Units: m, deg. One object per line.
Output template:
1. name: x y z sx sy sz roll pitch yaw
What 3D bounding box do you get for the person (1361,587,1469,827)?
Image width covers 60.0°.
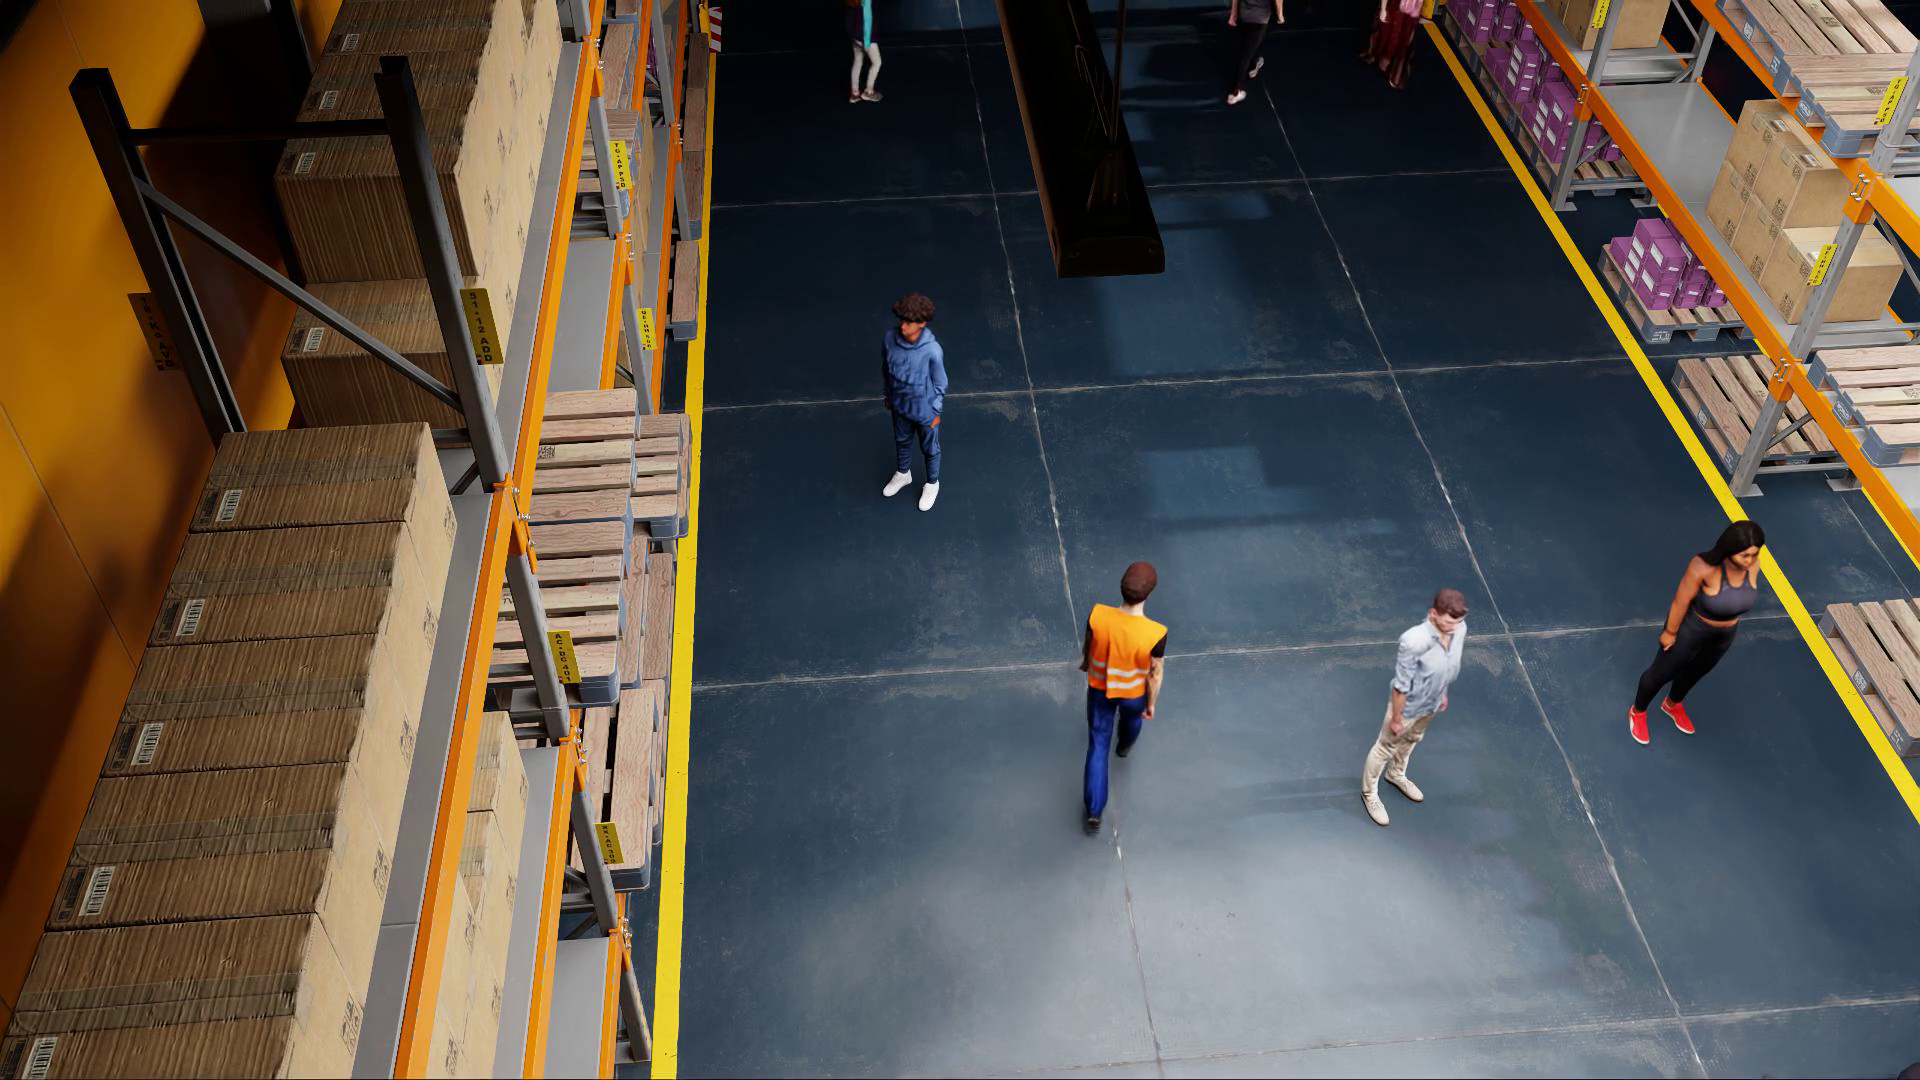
1. person: 2.737 0.945 9.981 0.733 1.846 0.722 -23 48 -22

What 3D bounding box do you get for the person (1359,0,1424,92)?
1. person: 4.397 -5.389 16.795 0.675 1.619 0.920 -6 44 -6

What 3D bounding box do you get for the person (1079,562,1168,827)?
1. person: 0.924 0.943 9.982 0.941 1.848 1.268 10 45 11

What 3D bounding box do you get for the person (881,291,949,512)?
1. person: -0.329 -1.027 12.077 0.762 1.811 0.780 22 48 21

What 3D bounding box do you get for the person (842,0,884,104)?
1. person: -1.036 -5.015 16.498 0.754 1.487 0.686 -23 48 -22

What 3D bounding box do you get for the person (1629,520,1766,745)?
1. person: 4.648 0.547 10.422 0.708 1.815 0.658 -10 44 -10

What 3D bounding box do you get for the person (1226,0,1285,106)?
1. person: 2.851 -5.139 16.457 1.074 1.724 1.150 29 51 27
